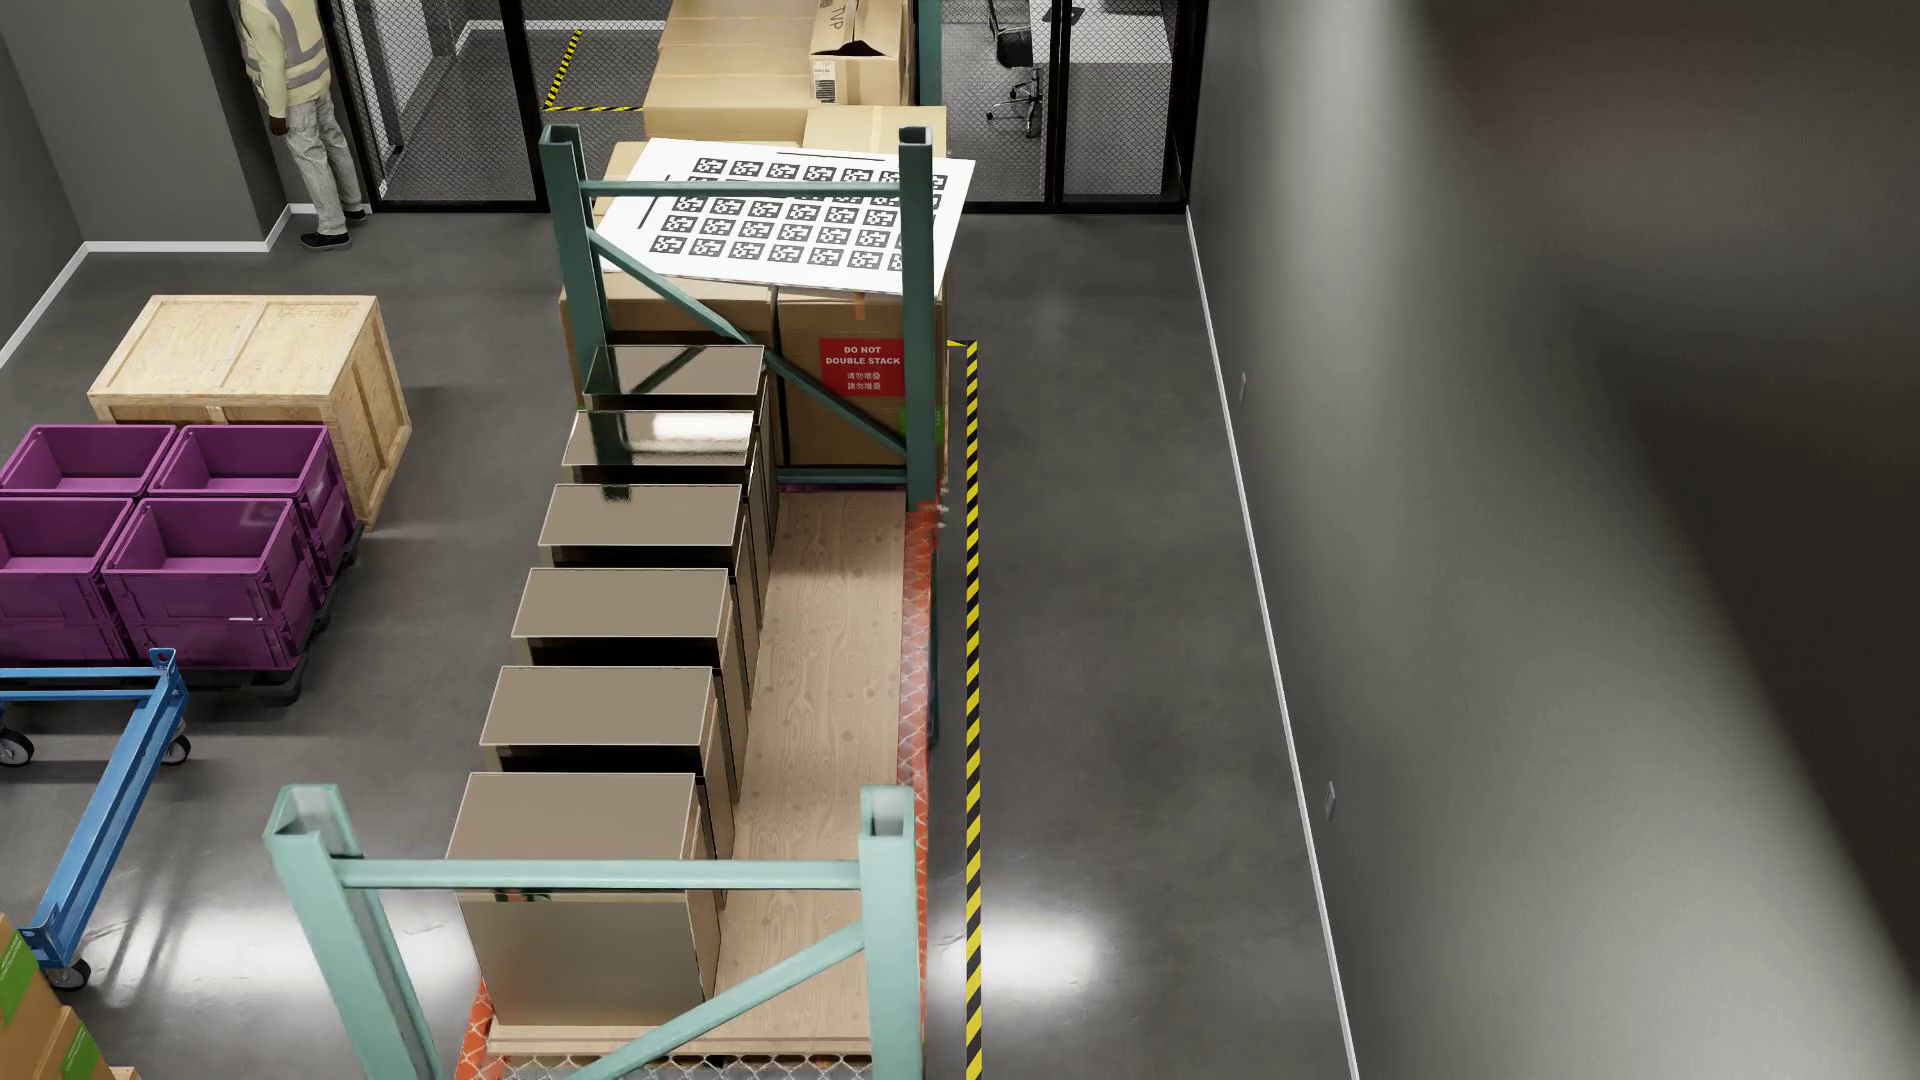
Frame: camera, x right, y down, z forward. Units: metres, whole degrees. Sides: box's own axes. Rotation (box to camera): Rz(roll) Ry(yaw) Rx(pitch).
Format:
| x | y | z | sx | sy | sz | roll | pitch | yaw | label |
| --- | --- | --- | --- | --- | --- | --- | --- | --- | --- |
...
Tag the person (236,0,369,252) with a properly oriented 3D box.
| x | y | z | sx | sy | sz | roll | pitch | yaw | label |
| --- | --- | --- | --- | --- | --- | --- | --- | --- | --- |
| -3.490 | -2.390 | 8.698 | 0.404 | 1.830 | 0.599 | 5 | 41 | 6 | person |
